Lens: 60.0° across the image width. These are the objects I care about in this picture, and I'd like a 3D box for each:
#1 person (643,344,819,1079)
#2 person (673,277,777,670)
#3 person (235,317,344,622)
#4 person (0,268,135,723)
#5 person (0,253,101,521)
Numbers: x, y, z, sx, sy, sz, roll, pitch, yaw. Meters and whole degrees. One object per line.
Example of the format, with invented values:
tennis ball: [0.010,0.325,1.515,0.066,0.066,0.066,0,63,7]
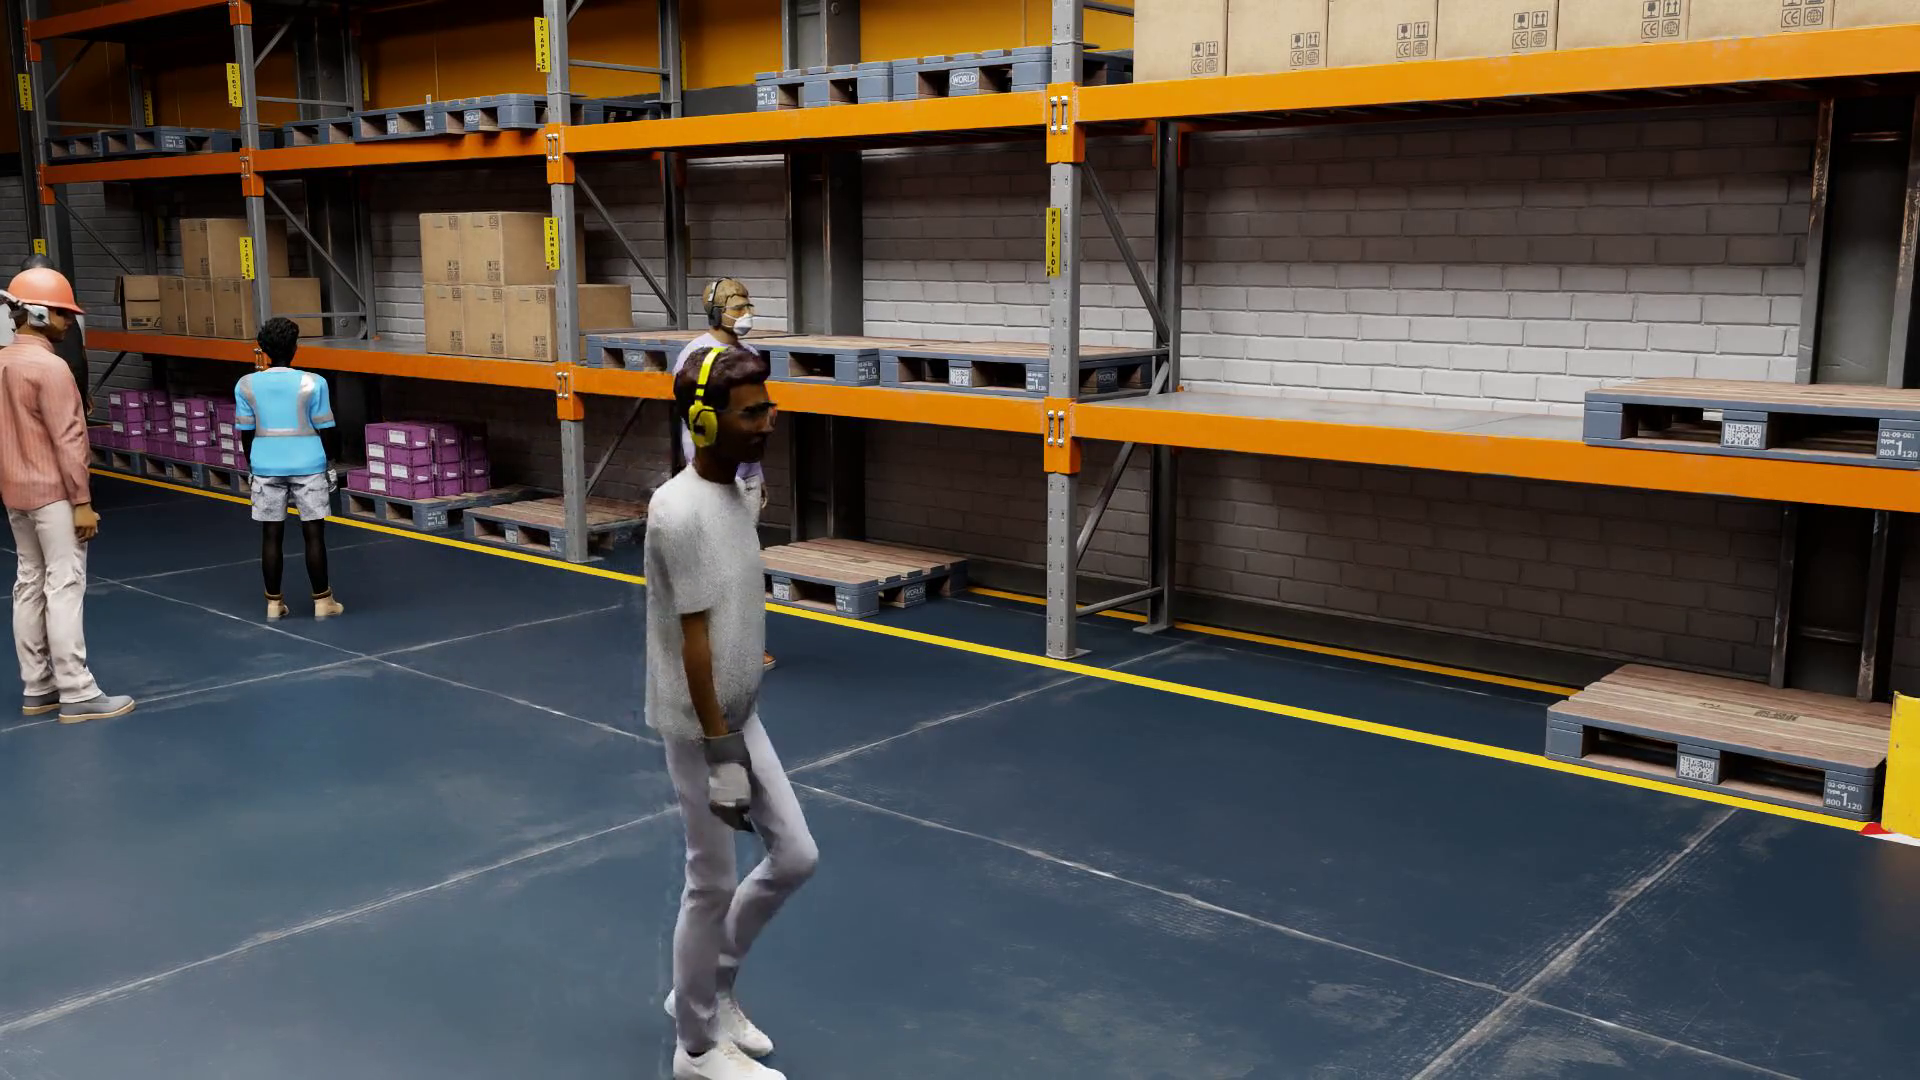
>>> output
person: [-0.563,0.460,4.003,0.399,1.851,0.517,3,10,16]
person: [-1.116,-0.287,8.009,0.373,1.940,0.628,4,11,20]
person: [-3.722,-0.385,9.244,0.535,1.699,0.318,-1,10,-4]
person: [-3.994,-0.190,7.321,0.608,1.986,0.391,7,12,33]
person: [-6.780,-1.114,12.425,0.538,2.000,0.684,6,12,32]
